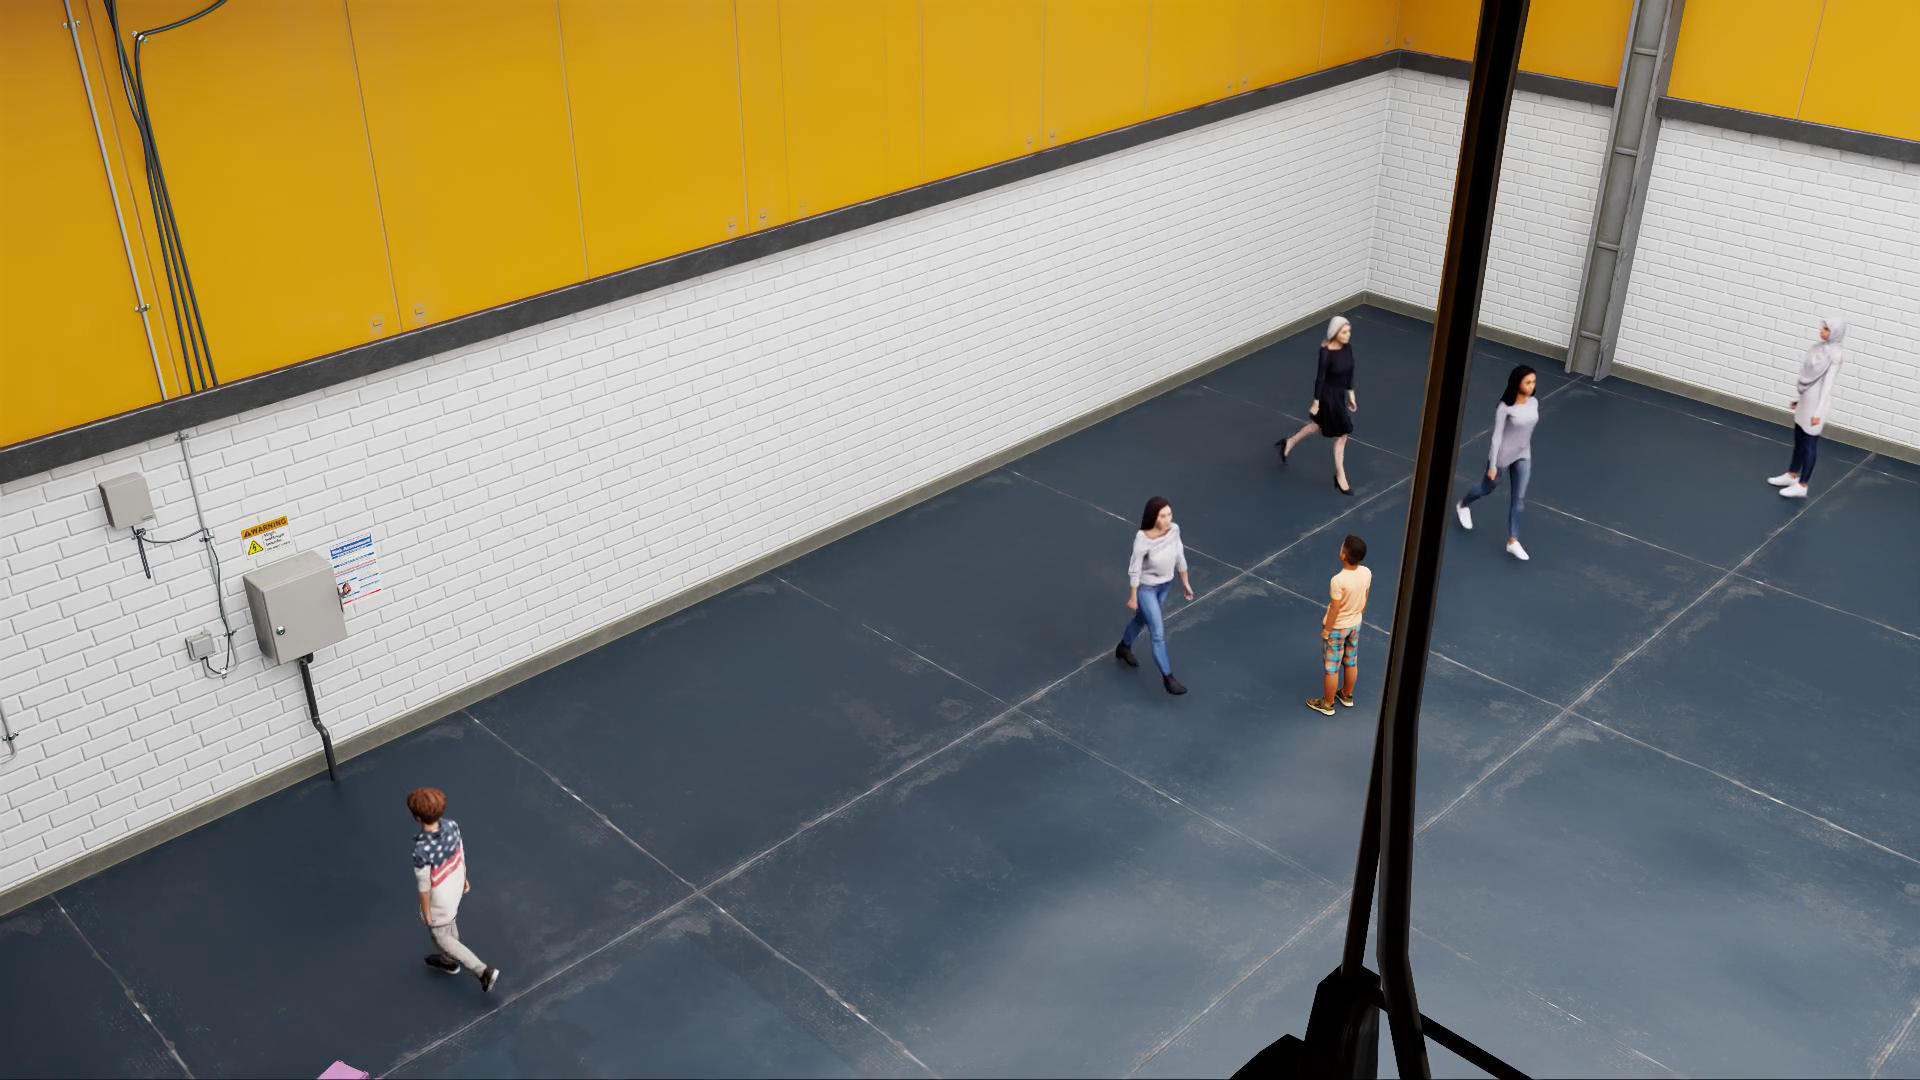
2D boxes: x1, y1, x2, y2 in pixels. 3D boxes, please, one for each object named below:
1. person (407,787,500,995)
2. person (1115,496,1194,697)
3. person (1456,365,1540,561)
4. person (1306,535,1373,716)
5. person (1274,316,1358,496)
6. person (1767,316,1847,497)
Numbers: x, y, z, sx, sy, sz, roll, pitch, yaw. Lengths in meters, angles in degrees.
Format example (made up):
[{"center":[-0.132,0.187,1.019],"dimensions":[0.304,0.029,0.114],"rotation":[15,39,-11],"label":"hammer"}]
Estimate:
[{"center":[-3.000,2.069,9.773],"dimensions":[0.936,1.422,0.717],"rotation":[12,31,21],"label":"person"},{"center":[1.415,0.368,12.727],"dimensions":[0.652,1.581,1.040],"rotation":[-23,36,-36],"label":"person"},{"center":[4.750,-0.744,14.642],"dimensions":[0.920,1.699,1.236],"rotation":[-11,31,-20],"label":"person"},{"center":[2.859,0.626,12.379],"dimensions":[0.566,1.461,0.546],"rotation":[-17,33,-29],"label":"person"},{"center":[3.417,-1.305,15.660],"dimensions":[1.149,1.707,0.617],"rotation":[24,36,36],"label":"person"},{"center":[7.962,-1.171,15.534],"dimensions":[0.729,1.593,0.679],"rotation":[2,29,3],"label":"person"}]
